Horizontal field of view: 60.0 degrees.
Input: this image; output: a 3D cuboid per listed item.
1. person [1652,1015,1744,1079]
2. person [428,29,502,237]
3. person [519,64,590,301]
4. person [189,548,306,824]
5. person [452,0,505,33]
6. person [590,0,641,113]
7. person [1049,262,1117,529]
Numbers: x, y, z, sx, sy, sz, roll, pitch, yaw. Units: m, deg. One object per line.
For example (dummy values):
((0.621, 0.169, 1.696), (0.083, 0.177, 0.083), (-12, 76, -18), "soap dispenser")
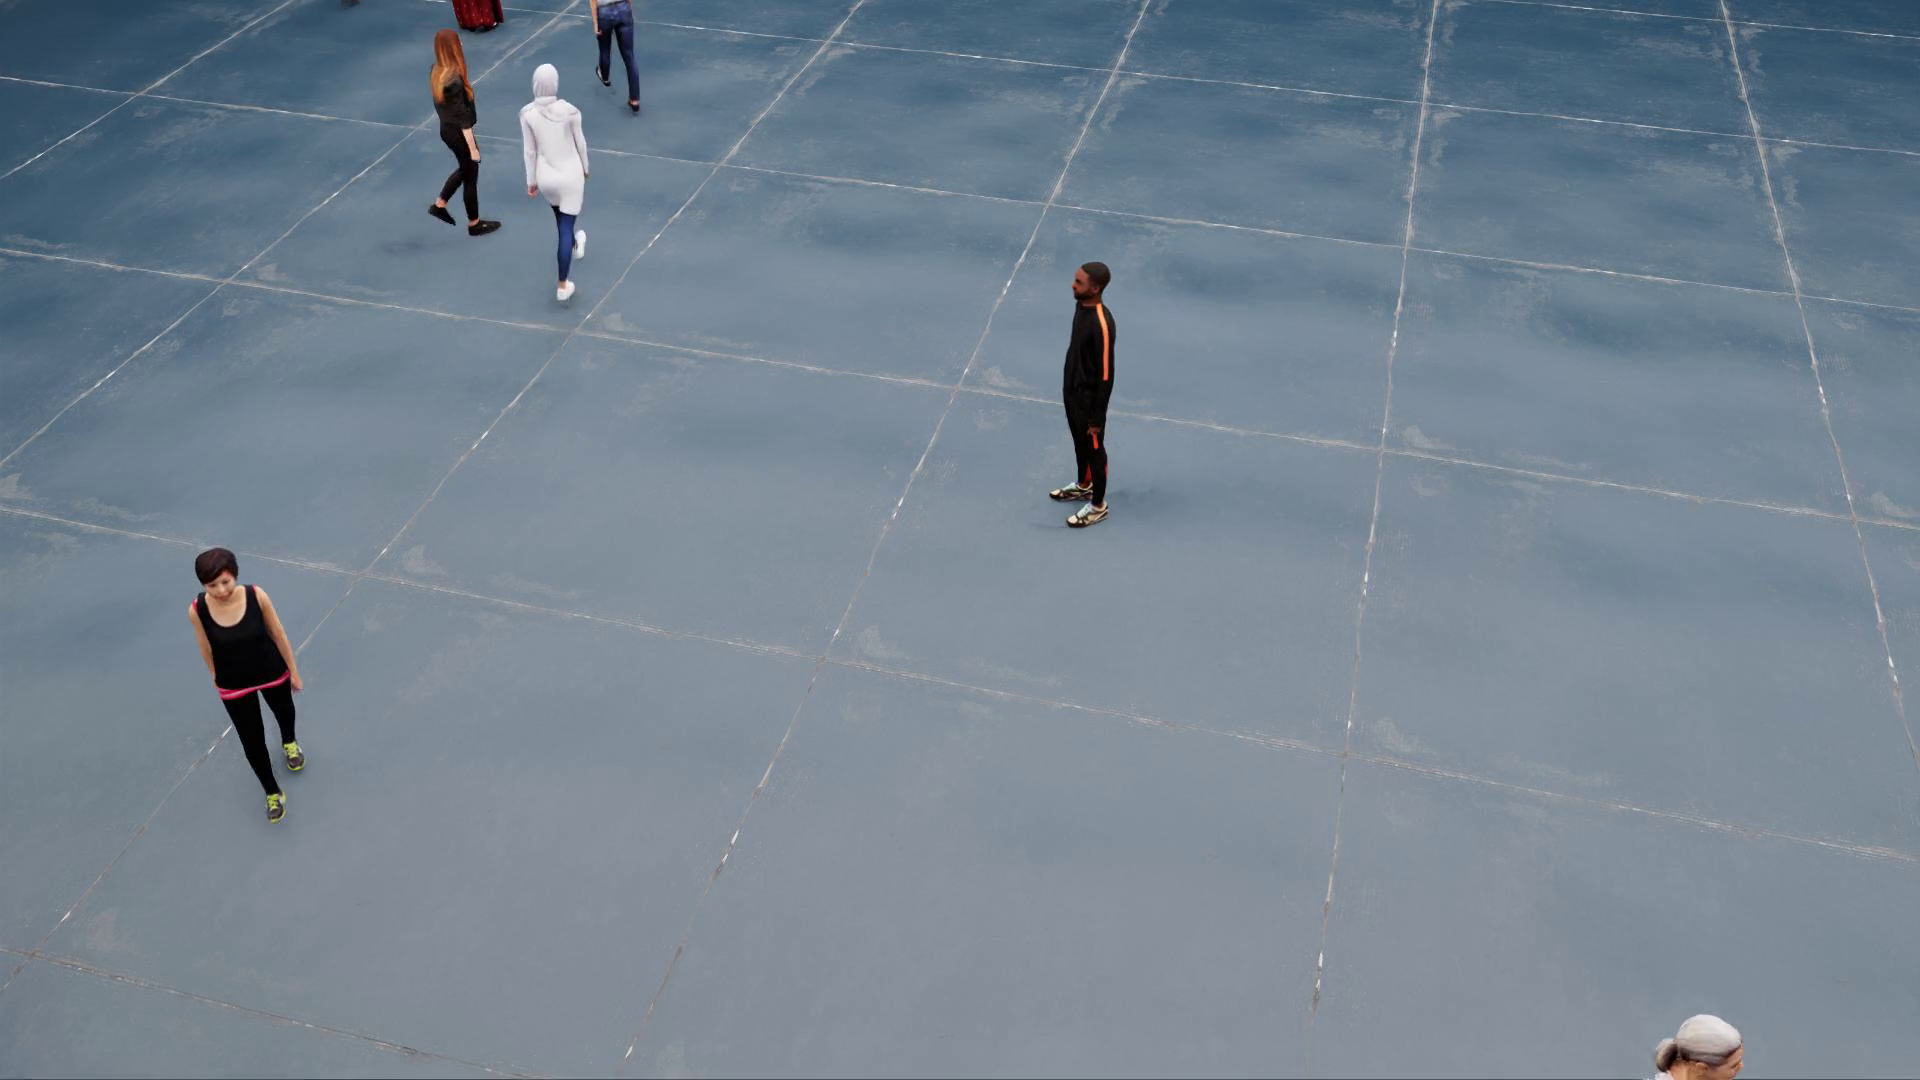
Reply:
((2.558, 2.300, 6.235), (0.843, 1.703, 0.816), (28, 46, 31), "person")
((-4.093, -3.196, 13.263), (0.913, 1.699, 0.851), (-20, 42, -24), "person")
((-3.029, -2.644, 12.536), (0.732, 1.726, 1.189), (2, 38, 3), "person")
((-3.630, 0.619, 8.524), (0.871, 1.530, 0.961), (-17, 41, -20), "person")
((-5.020, -5.990, 16.884), (0.723, 1.638, 0.688), (0, 38, 0), "person")
((-3.155, -4.771, 15.291), (1.026, 1.680, 1.147), (-16, 41, -19), "person")
((0.794, -0.905, 10.247), (0.771, 1.807, 0.654), (-10, 39, -13), "person")
